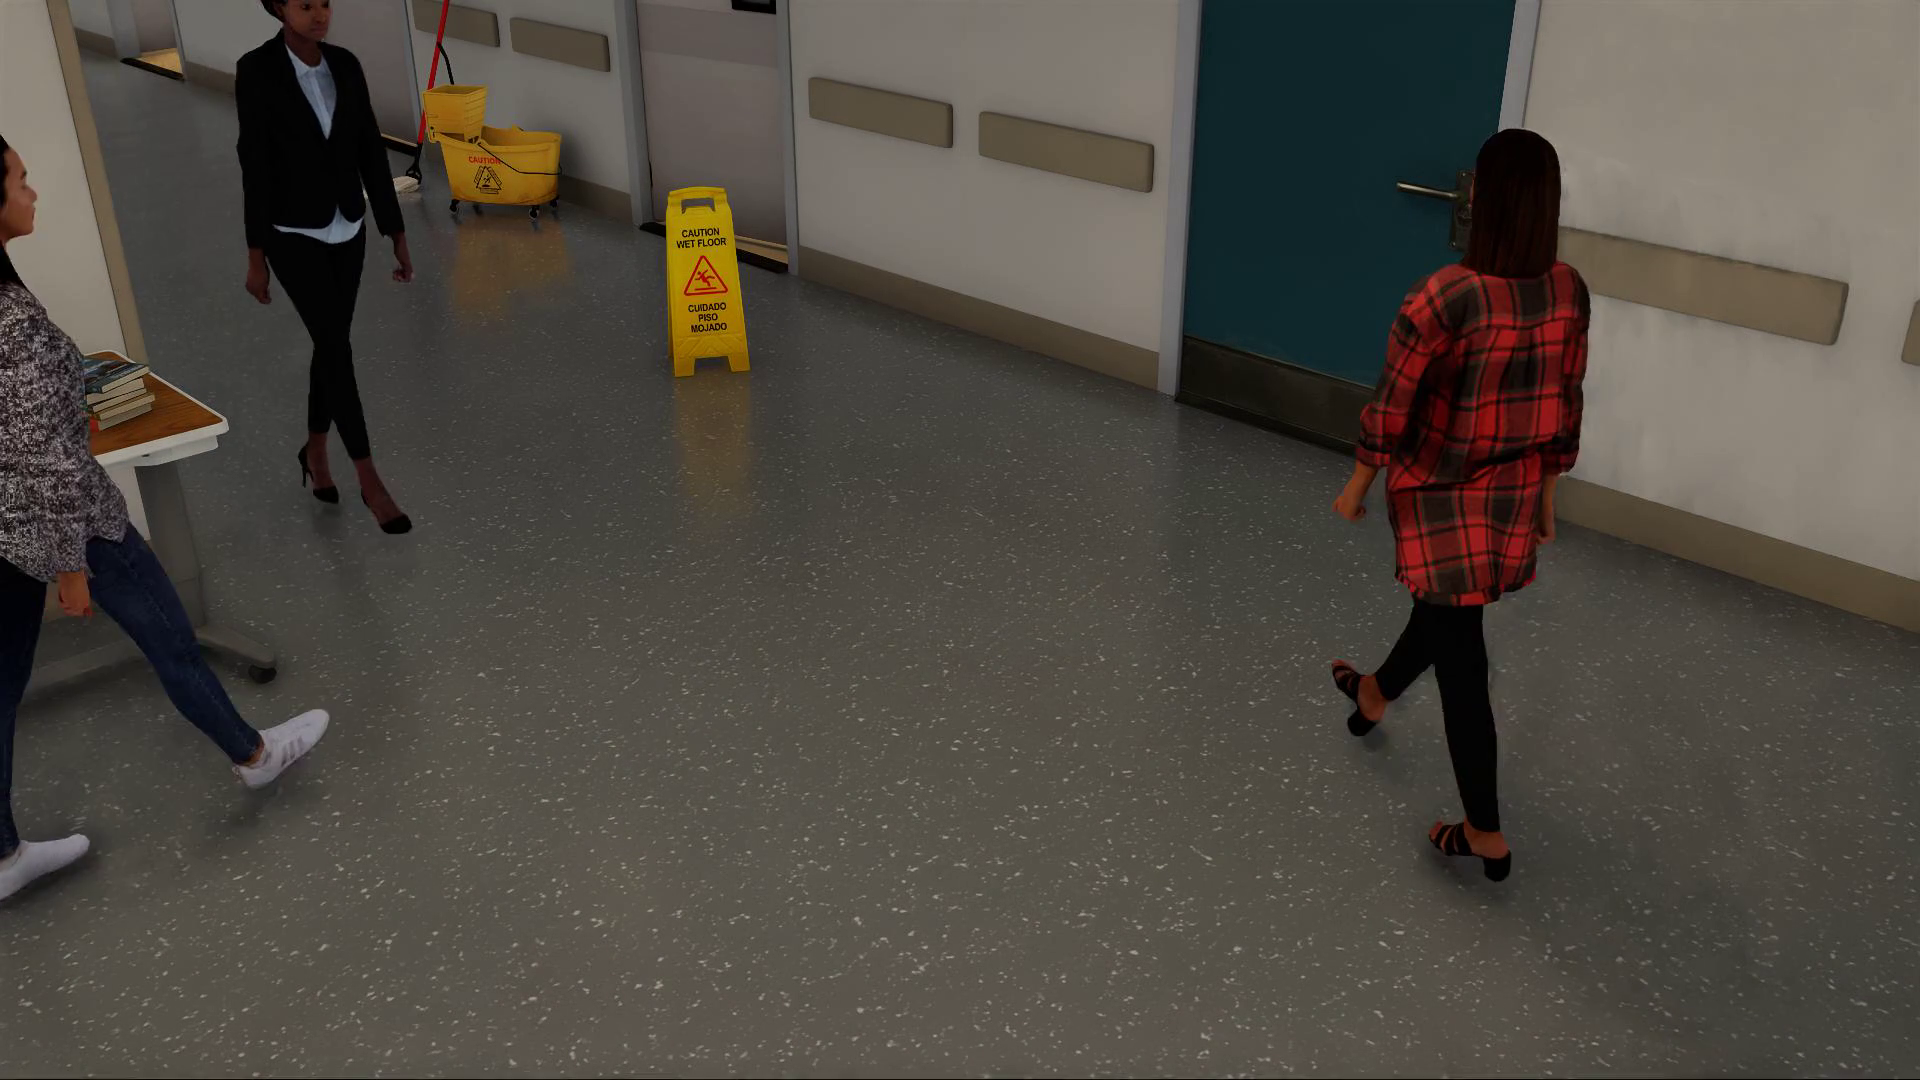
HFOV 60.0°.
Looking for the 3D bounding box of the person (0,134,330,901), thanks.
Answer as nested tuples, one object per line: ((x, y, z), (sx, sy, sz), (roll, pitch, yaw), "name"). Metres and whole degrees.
((-2.078, 0.015, 3.573), (1.070, 1.695, 0.852), (15, 29, 28), "person")

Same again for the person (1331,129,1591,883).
((1.158, -0.007, 3.662), (0.916, 1.659, 1.150), (-9, 27, -19), "person")

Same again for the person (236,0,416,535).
((-2.140, -0.945, 5.435), (0.967, 1.808, 0.707), (20, 32, 35), "person")
